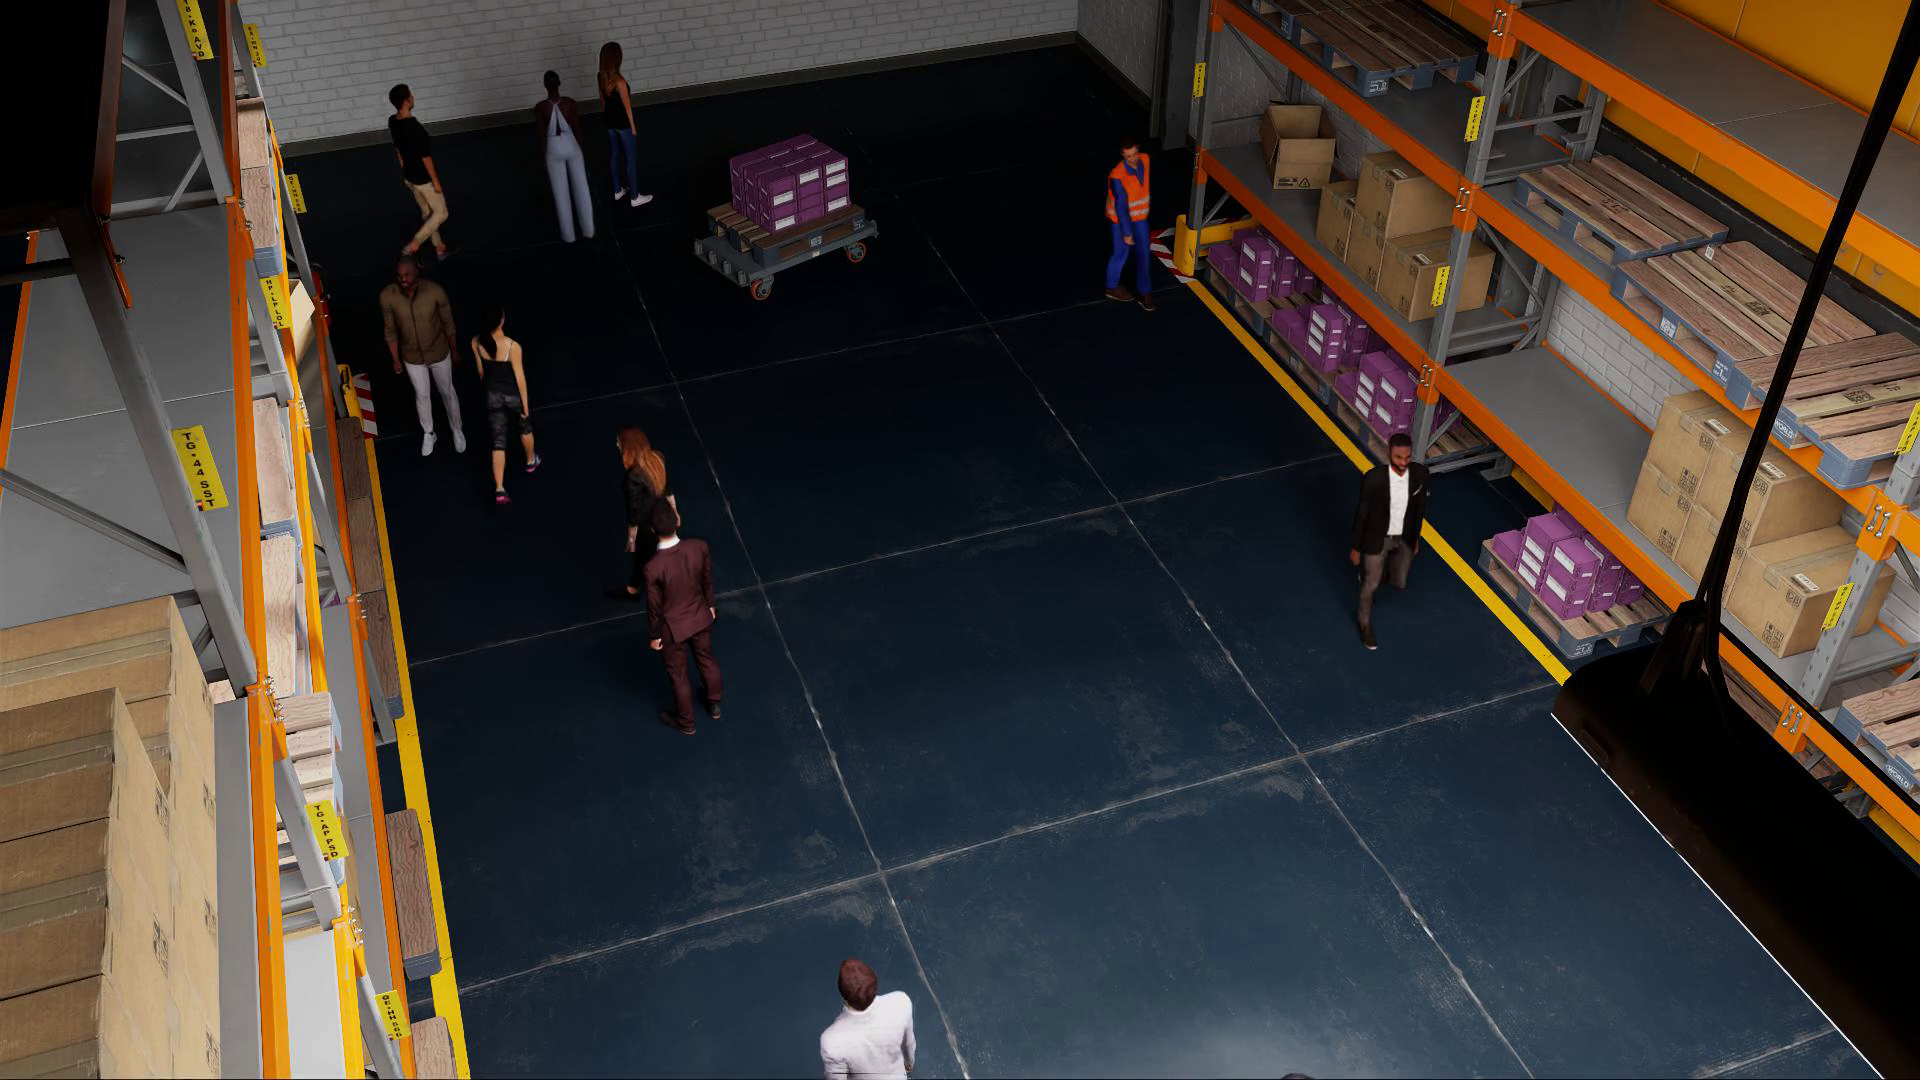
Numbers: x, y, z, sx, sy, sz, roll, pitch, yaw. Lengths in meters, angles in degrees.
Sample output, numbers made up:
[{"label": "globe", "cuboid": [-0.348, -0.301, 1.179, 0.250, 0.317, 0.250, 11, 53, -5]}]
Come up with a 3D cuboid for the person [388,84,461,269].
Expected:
[{"label": "person", "cuboid": [-5.257, -3.462, 16.013, 0.988, 1.849, 0.970, 28, 46, 31]}]

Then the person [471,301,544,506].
[{"label": "person", "cuboid": [-3.627, -1.055, 13.125, 0.894, 1.692, 1.183, 2, 39, 3]}]

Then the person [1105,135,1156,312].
[{"label": "person", "cuboid": [1.549, -2.992, 15.454, 0.966, 1.812, 0.891, 28, 46, 31]}]

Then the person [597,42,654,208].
[{"label": "person", "cuboid": [-3.519, -4.300, 17.164, 0.619, 1.722, 0.728, 27, 46, 29]}]

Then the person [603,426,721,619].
[{"label": "person", "cuboid": [-2.112, -0.077, 11.919, 1.104, 1.669, 1.188, 9, 39, 11]}]

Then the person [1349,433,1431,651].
[{"label": "person", "cuboid": [2.986, -0.060, 11.802, 0.762, 1.789, 0.865, -6, 39, -8]}]

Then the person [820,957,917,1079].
[{"label": "person", "cuboid": [-0.394, 2.761, 8.238, 0.766, 1.829, 1.093, -19, 42, -22]}]

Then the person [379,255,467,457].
[{"label": "person", "cuboid": [-4.375, -1.535, 13.620, 0.758, 1.825, 0.609, -7, 39, -9]}]

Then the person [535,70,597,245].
[{"label": "person", "cuboid": [-3.924, -3.791, 16.478, 0.600, 1.784, 0.524, -18, 42, -21]}]

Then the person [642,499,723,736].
[{"label": "person", "cuboid": [-1.835, 0.524, 11.012, 0.763, 1.863, 0.745, -30, 48, -32]}]
